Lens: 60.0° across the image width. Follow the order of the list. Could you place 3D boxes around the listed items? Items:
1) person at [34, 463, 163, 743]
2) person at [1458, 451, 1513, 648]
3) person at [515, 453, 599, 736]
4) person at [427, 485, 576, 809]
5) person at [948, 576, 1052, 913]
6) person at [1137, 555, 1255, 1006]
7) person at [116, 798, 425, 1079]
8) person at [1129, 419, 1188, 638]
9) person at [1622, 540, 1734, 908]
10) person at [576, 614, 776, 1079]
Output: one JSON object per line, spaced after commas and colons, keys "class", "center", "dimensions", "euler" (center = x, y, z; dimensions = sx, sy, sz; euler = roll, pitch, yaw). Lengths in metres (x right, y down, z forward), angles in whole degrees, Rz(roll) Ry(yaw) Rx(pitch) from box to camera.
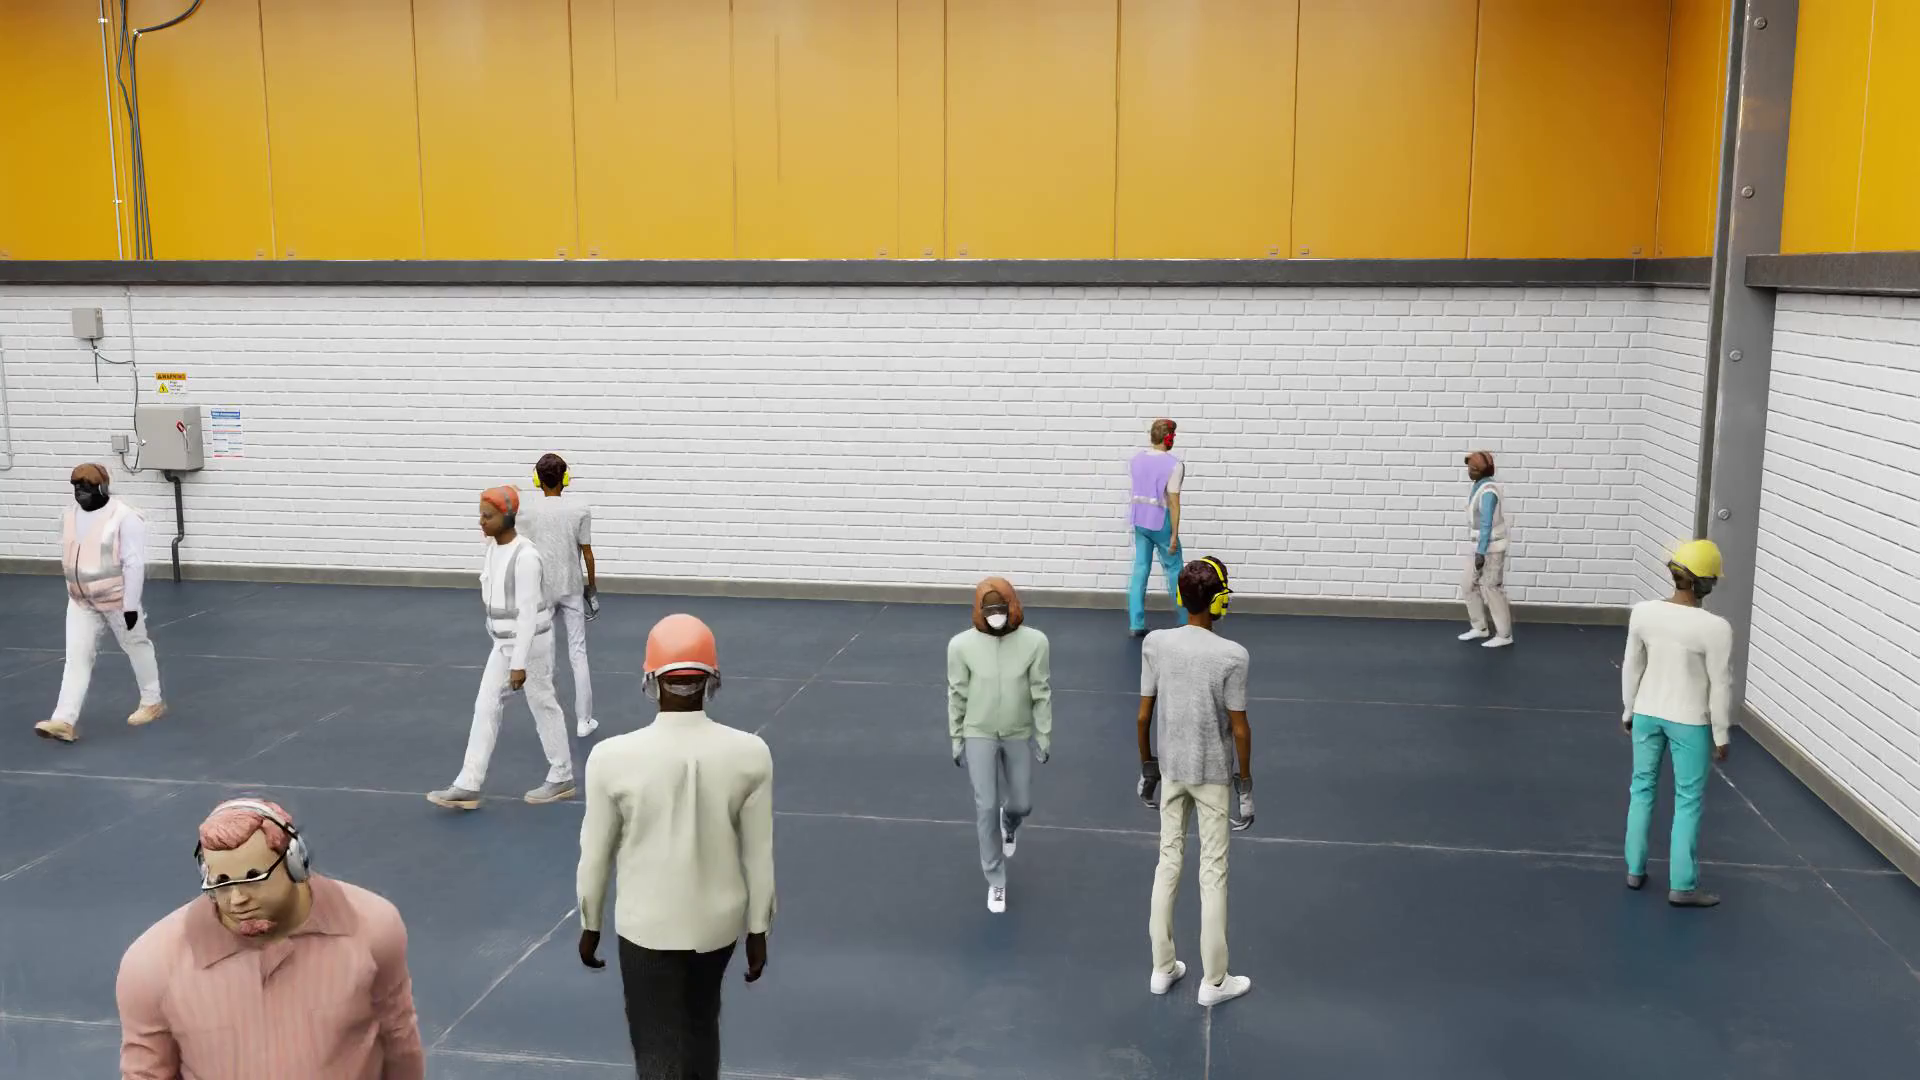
{"class": "person", "center": [-5.591, 0.396, 10.809], "dimensions": [0.644, 1.787, 1.003], "euler": [2, 9, 12]}
{"class": "person", "center": [4.241, 0.079, 13.321], "dimensions": [0.506, 1.605, 0.531], "euler": [0, 9, 2]}
{"class": "person", "center": [-2.613, 0.363, 10.803], "dimensions": [0.521, 1.865, 0.327], "euler": [-2, 9, -11]}
{"class": "person", "center": [-2.574, 0.621, 9.273], "dimensions": [0.925, 1.840, 0.596], "euler": [-8, 12, -40]}
{"class": "person", "center": [0.179, 0.940, 8.054], "dimensions": [0.500, 1.609, 0.594], "euler": [-1, 9, -7]}
{"class": "person", "center": [0.984, 0.991, 6.914], "dimensions": [0.538, 1.869, 0.313], "euler": [6, 11, 34]}
{"class": "person", "center": [-1.602, 1.481, 3.961], "dimensions": [0.675, 1.854, 1.014], "euler": [-4, 10, -22]}
{"class": "person", "center": [1.721, -0.102, 13.837], "dimensions": [0.834, 1.809, 0.587], "euler": [-8, 12, -42]}
{"class": "person", "center": [3.450, 0.873, 8.008], "dimensions": [0.394, 1.755, 0.579], "euler": [-7, 11, -36]}
{"class": "person", "center": [-0.874, 1.211, 5.268], "dimensions": [0.604, 1.965, 0.957], "euler": [-5, 10, -26]}
